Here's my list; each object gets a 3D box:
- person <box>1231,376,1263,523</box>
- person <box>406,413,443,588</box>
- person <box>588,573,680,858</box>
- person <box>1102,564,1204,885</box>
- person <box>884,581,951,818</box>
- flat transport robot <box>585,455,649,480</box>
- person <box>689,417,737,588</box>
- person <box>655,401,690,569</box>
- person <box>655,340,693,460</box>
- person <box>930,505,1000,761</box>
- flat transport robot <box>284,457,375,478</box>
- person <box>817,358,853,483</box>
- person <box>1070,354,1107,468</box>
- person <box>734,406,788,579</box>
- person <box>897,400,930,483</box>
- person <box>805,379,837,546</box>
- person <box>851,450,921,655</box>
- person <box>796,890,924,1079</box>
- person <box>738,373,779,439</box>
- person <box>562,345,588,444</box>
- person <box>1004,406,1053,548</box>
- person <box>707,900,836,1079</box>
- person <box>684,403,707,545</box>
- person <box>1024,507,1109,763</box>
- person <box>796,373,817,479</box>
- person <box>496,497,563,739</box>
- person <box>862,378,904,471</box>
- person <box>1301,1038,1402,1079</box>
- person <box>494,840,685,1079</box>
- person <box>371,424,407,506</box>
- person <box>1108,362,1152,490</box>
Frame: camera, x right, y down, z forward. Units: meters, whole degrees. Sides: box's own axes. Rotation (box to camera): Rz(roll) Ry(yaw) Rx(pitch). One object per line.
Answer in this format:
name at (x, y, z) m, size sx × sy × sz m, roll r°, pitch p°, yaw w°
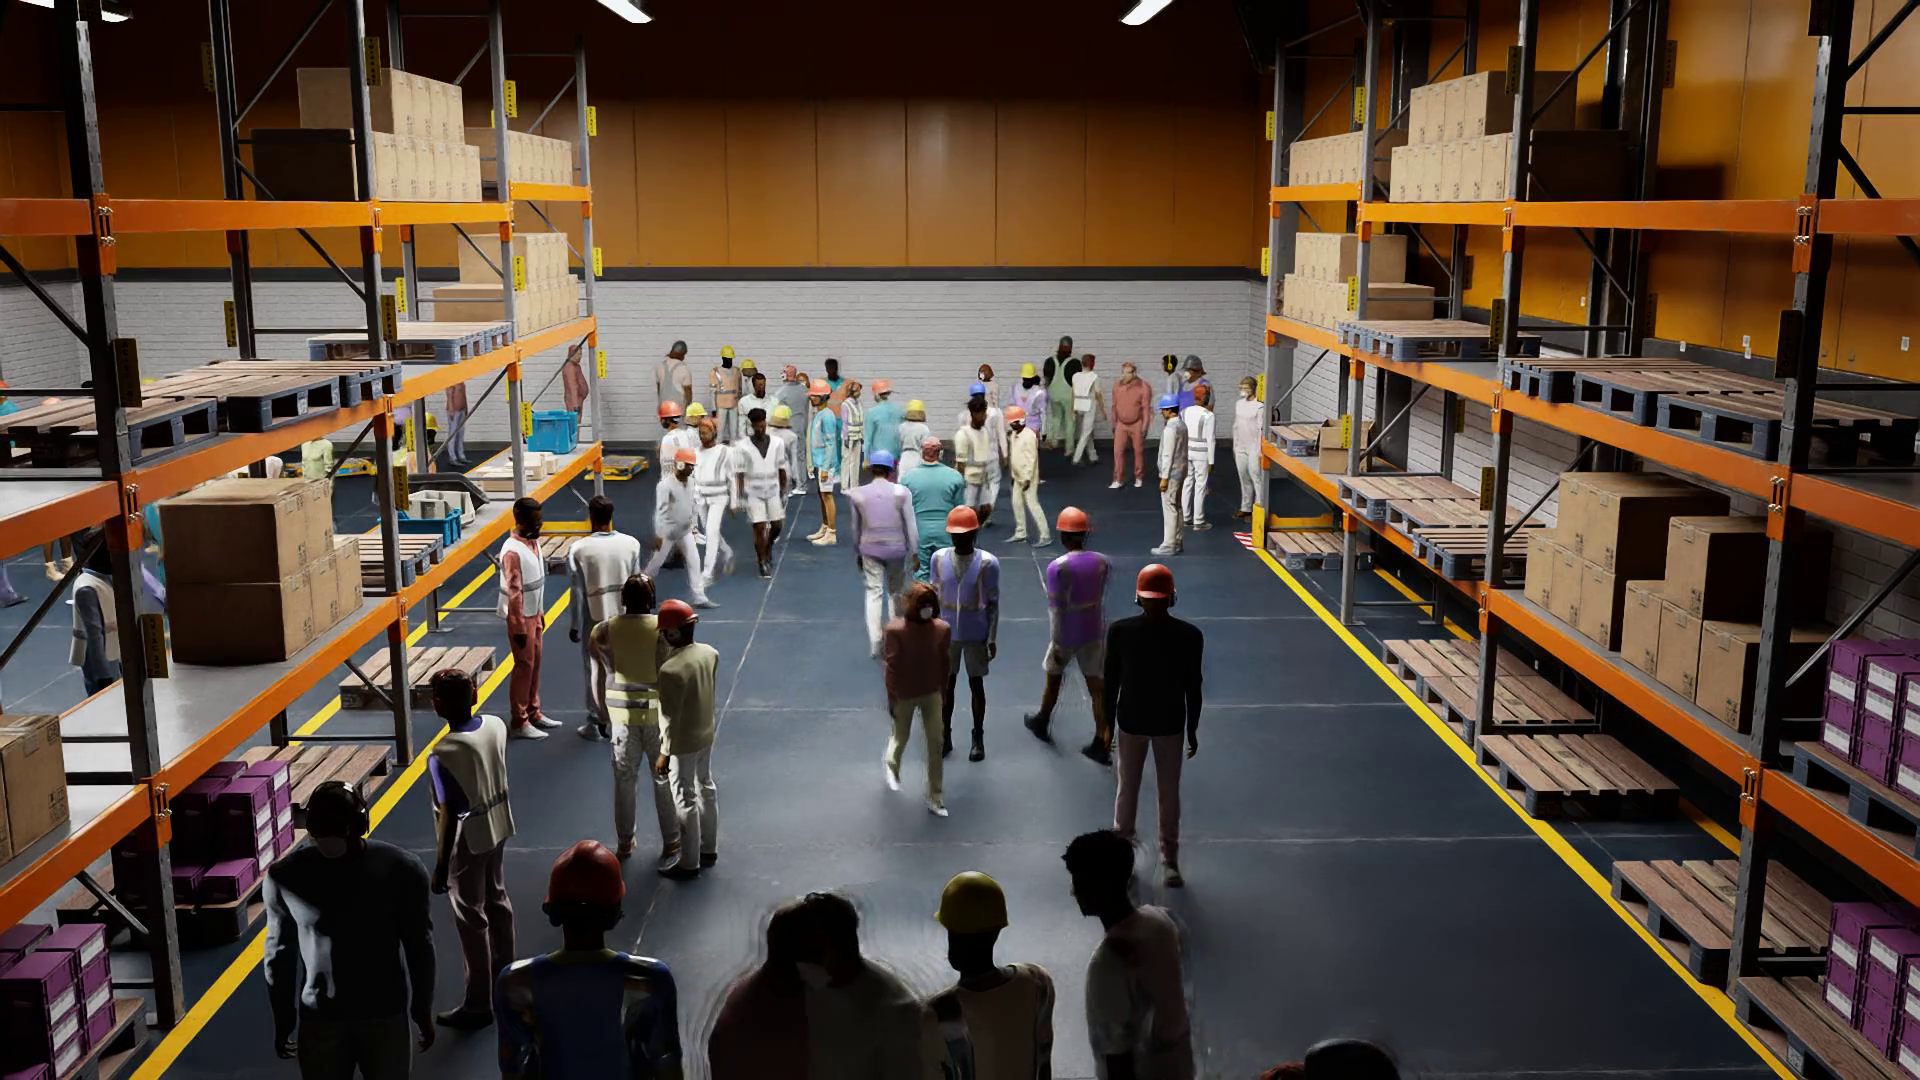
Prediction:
person at (3.820, -1.193, 21.901) m, size 0.369 × 1.930 × 0.640 m, roll -7°, pitch 13°, yaw -30°
person at (-5.822, -0.435, 18.136) m, size 0.409 × 1.918 × 0.584 m, roll -3°, pitch 12°, yaw -15°
person at (-2.006, 1.114, 10.551) m, size 0.629 × 1.843 × 0.429 m, roll 0°, pitch 11°, yaw 0°
person at (1.167, 1.118, 10.140) m, size 0.609 × 1.995 × 0.375 m, roll 1°, pitch 11°, yaw 6°
person at (-0.313, 1.044, 11.493) m, size 0.501 × 1.603 × 0.773 m, roll -4°, pitch 12°, yaw -18°
flat transport robot at (-5.300, -1.126, 25.732) m, size 0.652 × 0.197 × 1.431 m, roll 1°, pitch 11°, yaw 3°
person at (-2.718, -0.450, 18.388) m, size 0.586 × 1.855 × 0.923 m, roll 5°, pitch 12°, yaw 24°
person at (-3.291, -0.634, 19.081) m, size 0.365 × 1.936 × 0.542 m, roll 2°, pitch 11°, yaw 11°
person at (-4.569, -2.229, 26.812) m, size 0.693 × 2.000 × 0.631 m, roll 5°, pitch 12°, yaw 24°
person at (0.018, 0.693, 12.414) m, size 0.542 × 1.939 × 0.365 m, roll 3°, pitch 12°, yaw 13°
flat transport robot at (-9.691, -1.093, 25.566) m, size 1.431 × 0.197 × 0.652 m, roll -9°, pitch 14°, yaw -38°
person at (-1.883, -1.842, 25.307) m, size 0.613 × 1.879 × 0.899 m, roll -1°, pitch 11°, yaw -3°
person at (2.037, -2.061, 26.556) m, size 0.831 × 1.818 × 0.579 m, roll -9°, pitch 14°, yaw -37°
person at (-2.228, -0.540, 18.621) m, size 0.607 × 1.938 × 0.499 m, roll -5°, pitch 12°, yaw -23°
person at (-0.549, -0.946, 21.223) m, size 0.493 × 1.694 × 0.880 m, roll 5°, pitch 12°, yaw 22°
person at (-1.697, -0.949, 20.383) m, size 0.374 × 2.044 × 0.605 m, roll -3°, pitch 12°, yaw -15°
person at (-0.697, 0.103, 15.566) m, size 0.655 × 1.862 × 1.035 m, roll 1°, pitch 11°, yaw 3°
person at (-0.309, 2.054, 5.647) m, size 0.657 × 1.921 × 0.570 m, roll 10°, pitch 15°, yaw 40°
person at (-2.710, -1.304, 22.480) m, size 0.591 × 1.920 × 0.393 m, roll -7°, pitch 13°, yaw -30°
person at (-6.289, -2.247, 27.254) m, size 0.407 × 1.902 × 0.639 m, roll -4°, pitch 12°, yaw -17°
person at (0.822, -0.778, 20.327) m, size 0.522 × 1.726 × 0.714 m, roll -5°, pitch 12°, yaw -24°
person at (-0.540, 2.086, 5.578) m, size 0.964 × 1.874 × 0.670 m, roll 7°, pitch 13°, yaw 32°
person at (-3.245, -0.822, 20.502) m, size 0.301 × 1.745 × 0.483 m, roll -1°, pitch 11°, yaw -4°
person at (0.851, 0.685, 12.603) m, size 0.551 × 1.882 × 1.003 m, roll -5°, pitch 13°, yaw -26°
person at (-2.392, -1.745, 25.405) m, size 0.501 × 1.632 × 0.280 m, roll -1°, pitch 11°, yaw -5°
person at (-3.383, 0.606, 12.944) m, size 0.412 × 1.907 × 0.596 m, roll 0°, pitch 11°, yaw 1°
person at (-0.927, -1.098, 21.374) m, size 0.939 × 1.962 × 0.607 m, roll 10°, pitch 15°, yaw 42°
person at (1.144, 2.241, 4.396) m, size 0.783 × 2.000 × 0.558 m, roll 10°, pitch 15°, yaw 41°
person at (-1.227, 1.996, 5.615) m, size 0.608 × 2.044 × 0.370 m, roll -1°, pitch 11°, yaw -3°
person at (-6.554, -0.547, 19.357) m, size 0.542 × 1.644 × 0.887 m, roll 3°, pitch 12°, yaw 16°
person at (2.487, -1.664, 24.400) m, size 0.677 × 1.862 × 0.841 m, roll 6°, pitch 13°, yaw 27°
